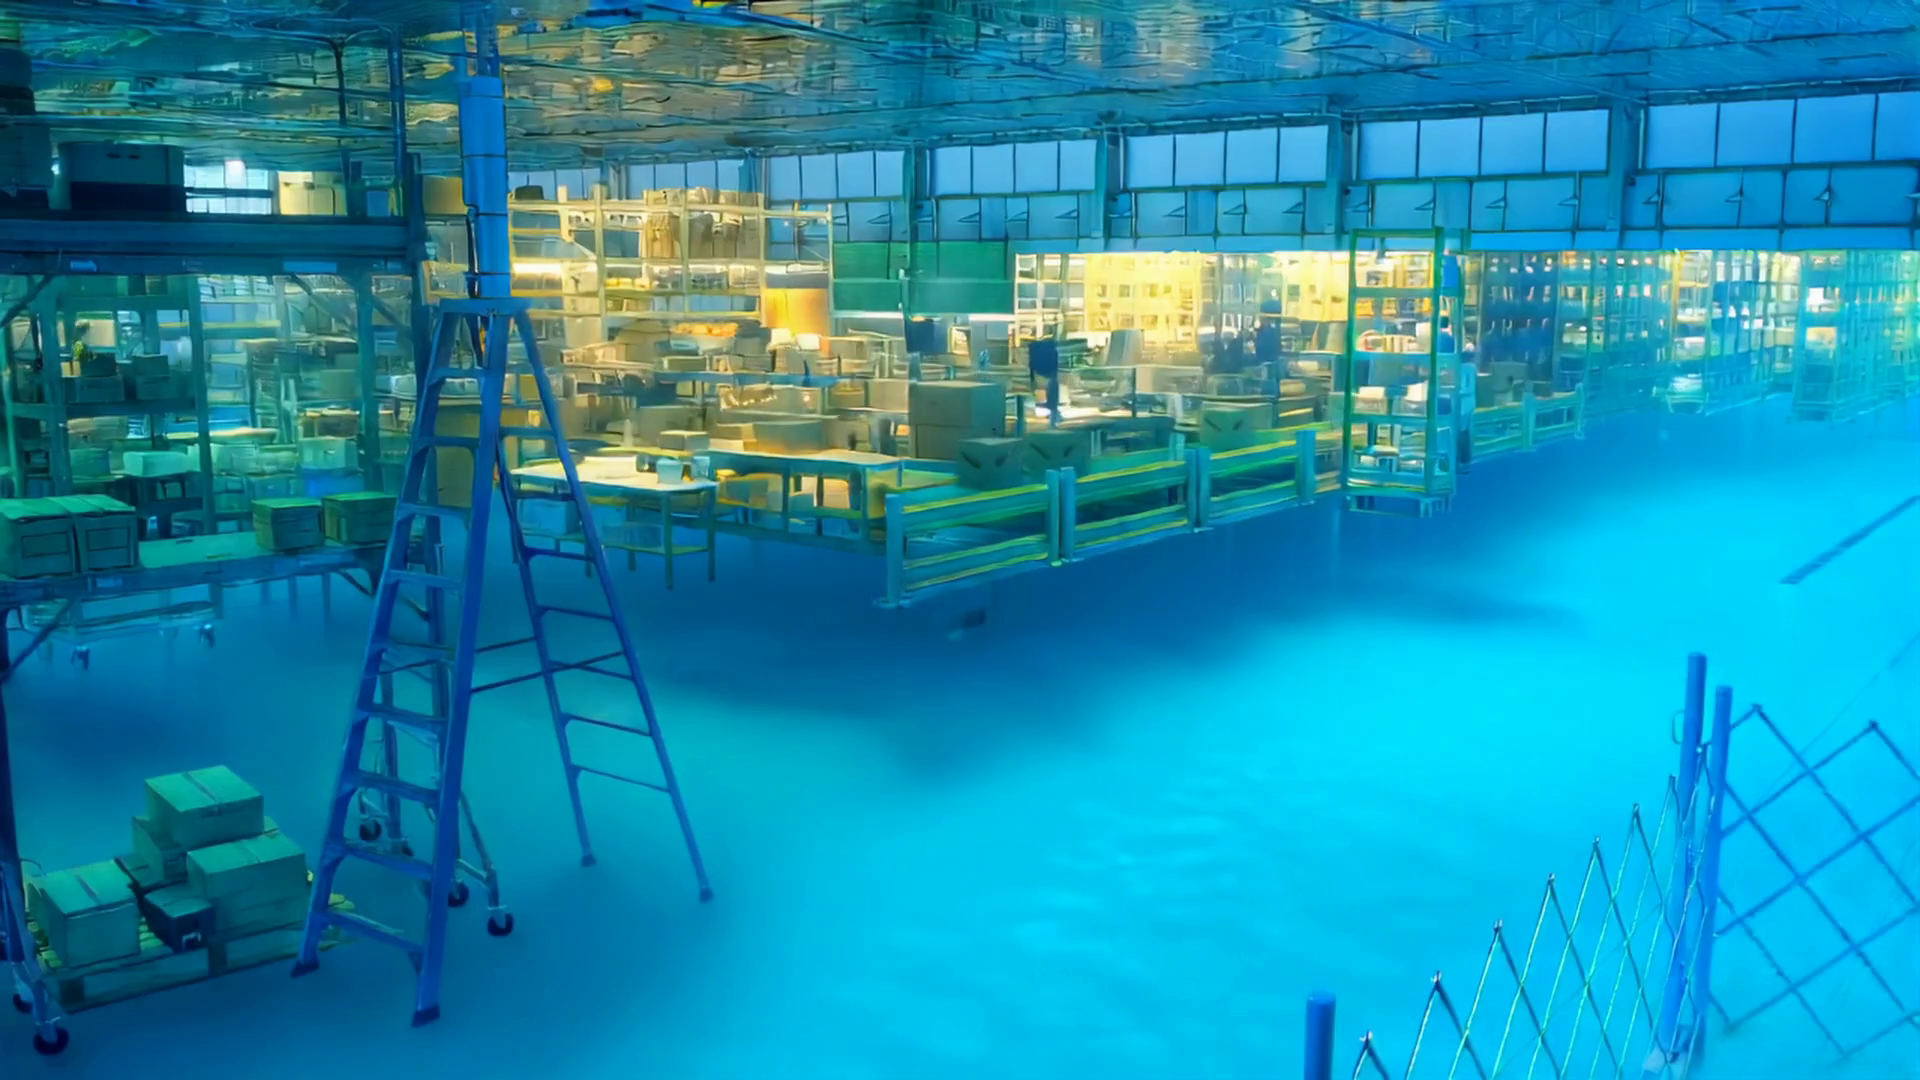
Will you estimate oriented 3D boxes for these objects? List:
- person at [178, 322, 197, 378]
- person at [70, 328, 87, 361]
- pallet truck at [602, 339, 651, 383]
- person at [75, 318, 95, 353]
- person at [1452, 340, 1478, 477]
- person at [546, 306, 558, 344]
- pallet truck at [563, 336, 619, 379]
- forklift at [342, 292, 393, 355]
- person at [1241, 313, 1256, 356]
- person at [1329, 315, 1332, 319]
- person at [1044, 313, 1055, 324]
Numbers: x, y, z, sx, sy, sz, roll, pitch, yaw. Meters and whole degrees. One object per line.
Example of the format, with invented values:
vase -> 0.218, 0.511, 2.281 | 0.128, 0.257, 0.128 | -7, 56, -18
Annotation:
person -> -19.591, -4.609, 42.111 | 0.621, 1.807, 0.630 | 5, 11, 31
person -> -21.994, -4.443, 41.483 | 0.532, 1.677, 0.733 | 6, 11, 33
pallet truck -> -8.991, -4.871, 45.351 | 0.653, 1.274, 1.630 | 7, 11, 37
person -> -22.510, -4.800, 43.058 | 0.583, 1.900, 0.728 | 8, 12, 41
person -> 7.517, -1.969, 24.918 | 0.369, 2.046, 0.606 | 6, 11, 31
person -> -15.335, -7.860, 62.471 | 0.433, 1.810, 0.746 | 3, 9, 17
pallet truck -> -10.690, -5.294, 48.215 | 1.601, 1.201, 0.680 | -5, 10, -26
forklift -> -16.485, -5.622, 45.120 | 1.129, 2.768, 1.873 | 7, 11, 37
person -> 8.712, -5.909, 49.867 | 0.678, 1.923, 0.450 | -2, 9, -13
person -> 11.744, -6.319, 52.846 | 0.613, 1.792, 0.977 | 6, 11, 33
person -> 2.829, -6.501, 53.909 | 0.532, 1.811, 0.633 | 4, 10, 22
